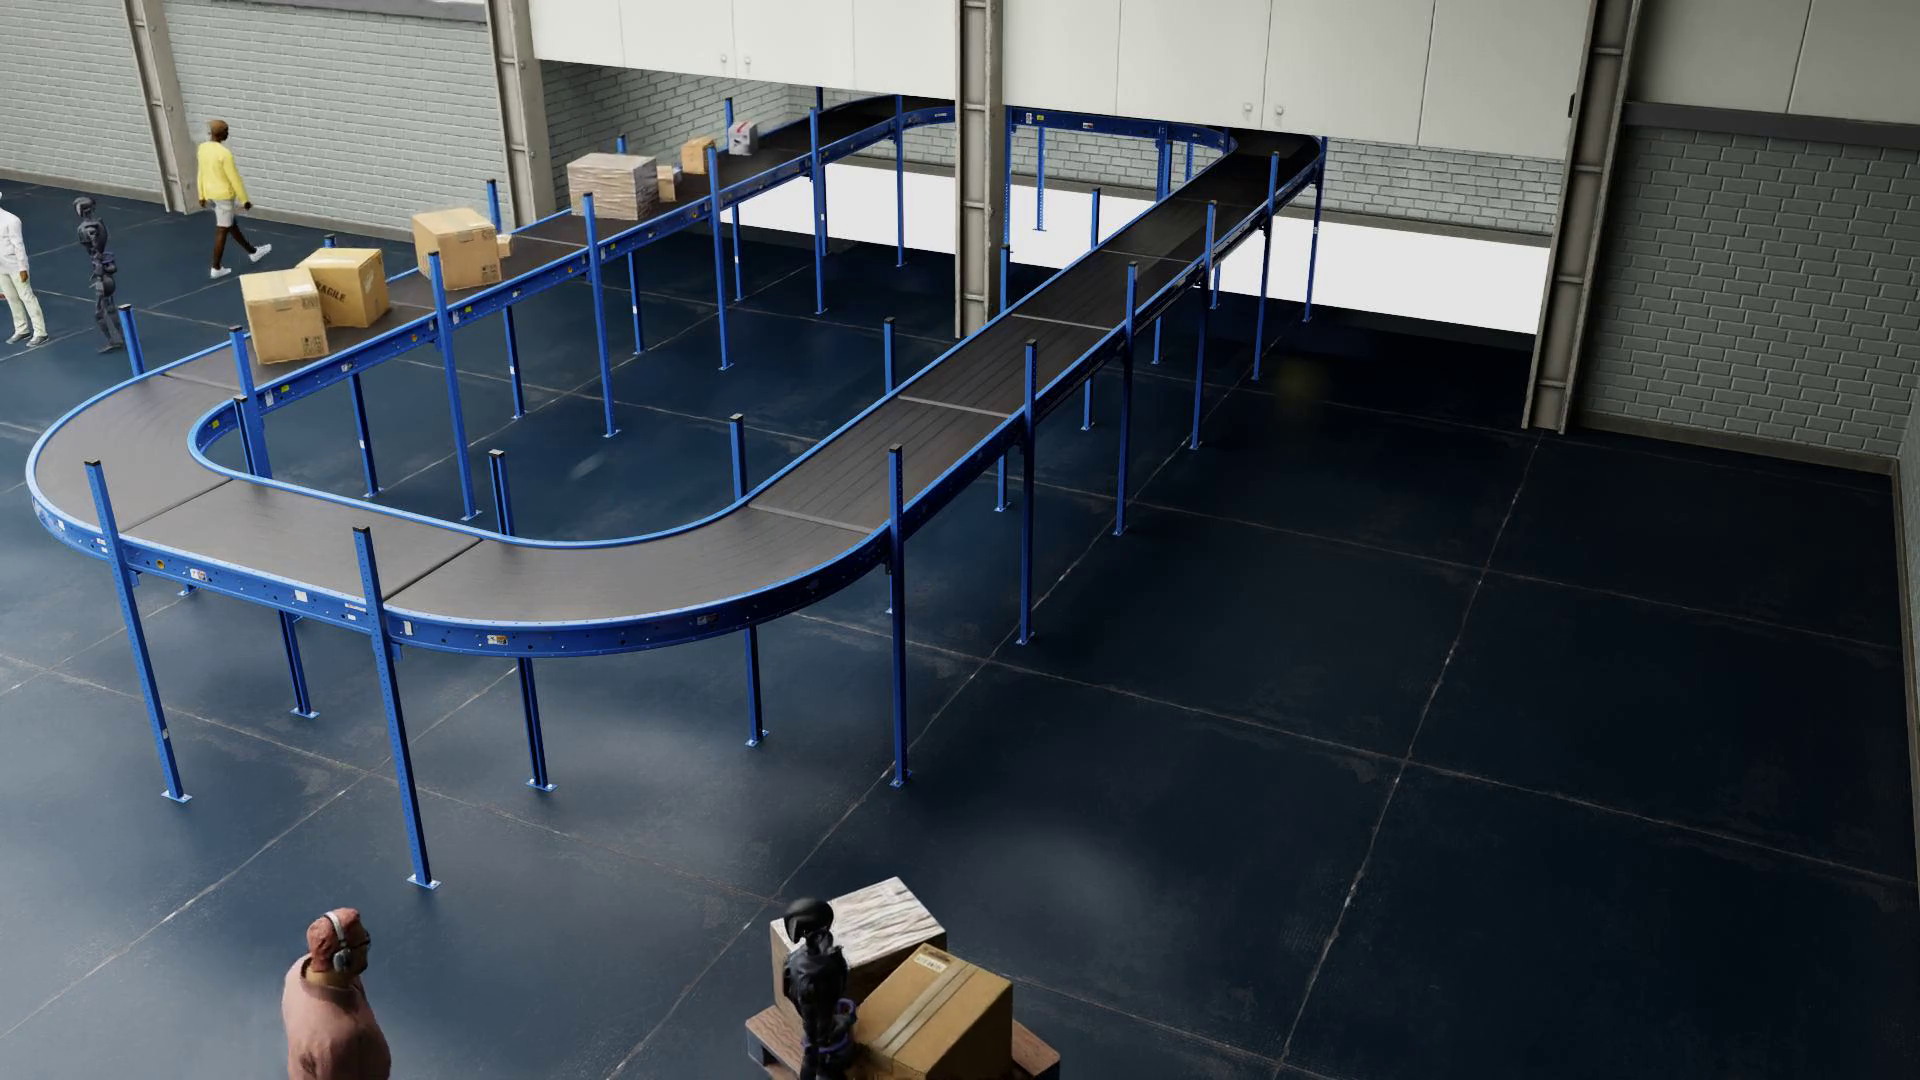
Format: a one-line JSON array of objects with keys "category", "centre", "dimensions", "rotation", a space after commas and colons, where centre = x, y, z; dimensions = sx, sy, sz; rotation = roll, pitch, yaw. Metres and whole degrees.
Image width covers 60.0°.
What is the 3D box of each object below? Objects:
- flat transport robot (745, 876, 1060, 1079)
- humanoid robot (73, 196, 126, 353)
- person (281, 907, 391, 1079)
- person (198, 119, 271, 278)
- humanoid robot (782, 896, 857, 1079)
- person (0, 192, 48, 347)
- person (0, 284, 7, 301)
[{"category": "flat transport robot", "centre": [-0.296, 2.683, 8.071], "dimensions": [1.431, 0.231, 0.659], "rotation": [-21, 34, -36]}, {"category": "humanoid robot", "centre": [-9.093, -2.817, 17.565], "dimensions": [0.356, 1.645, 0.608], "rotation": [-14, 30, -26]}, {"category": "person", "centre": [-2.622, 2.366, 6.926], "dimensions": [1.001, 1.857, 0.669], "rotation": [-11, 29, -22]}, {"category": "person", "centre": [-8.812, -4.149, 20.065], "dimensions": [0.588, 1.848, 1.017], "rotation": [15, 30, 28]}, {"category": "humanoid robot", "centre": [-0.557, 2.282, 7.327], "dimensions": [0.452, 1.661, 0.599], "rotation": [2, 26, 4]}, {"category": "person", "centre": [-10.152, -2.927, 17.715], "dimensions": [0.563, 1.744, 0.348], "rotation": [11, 28, 21]}, {"category": "person", "centre": [-11.433, -3.603, 18.918], "dimensions": [0.789, 1.892, 0.644], "rotation": [-3, 27, -7]}]
